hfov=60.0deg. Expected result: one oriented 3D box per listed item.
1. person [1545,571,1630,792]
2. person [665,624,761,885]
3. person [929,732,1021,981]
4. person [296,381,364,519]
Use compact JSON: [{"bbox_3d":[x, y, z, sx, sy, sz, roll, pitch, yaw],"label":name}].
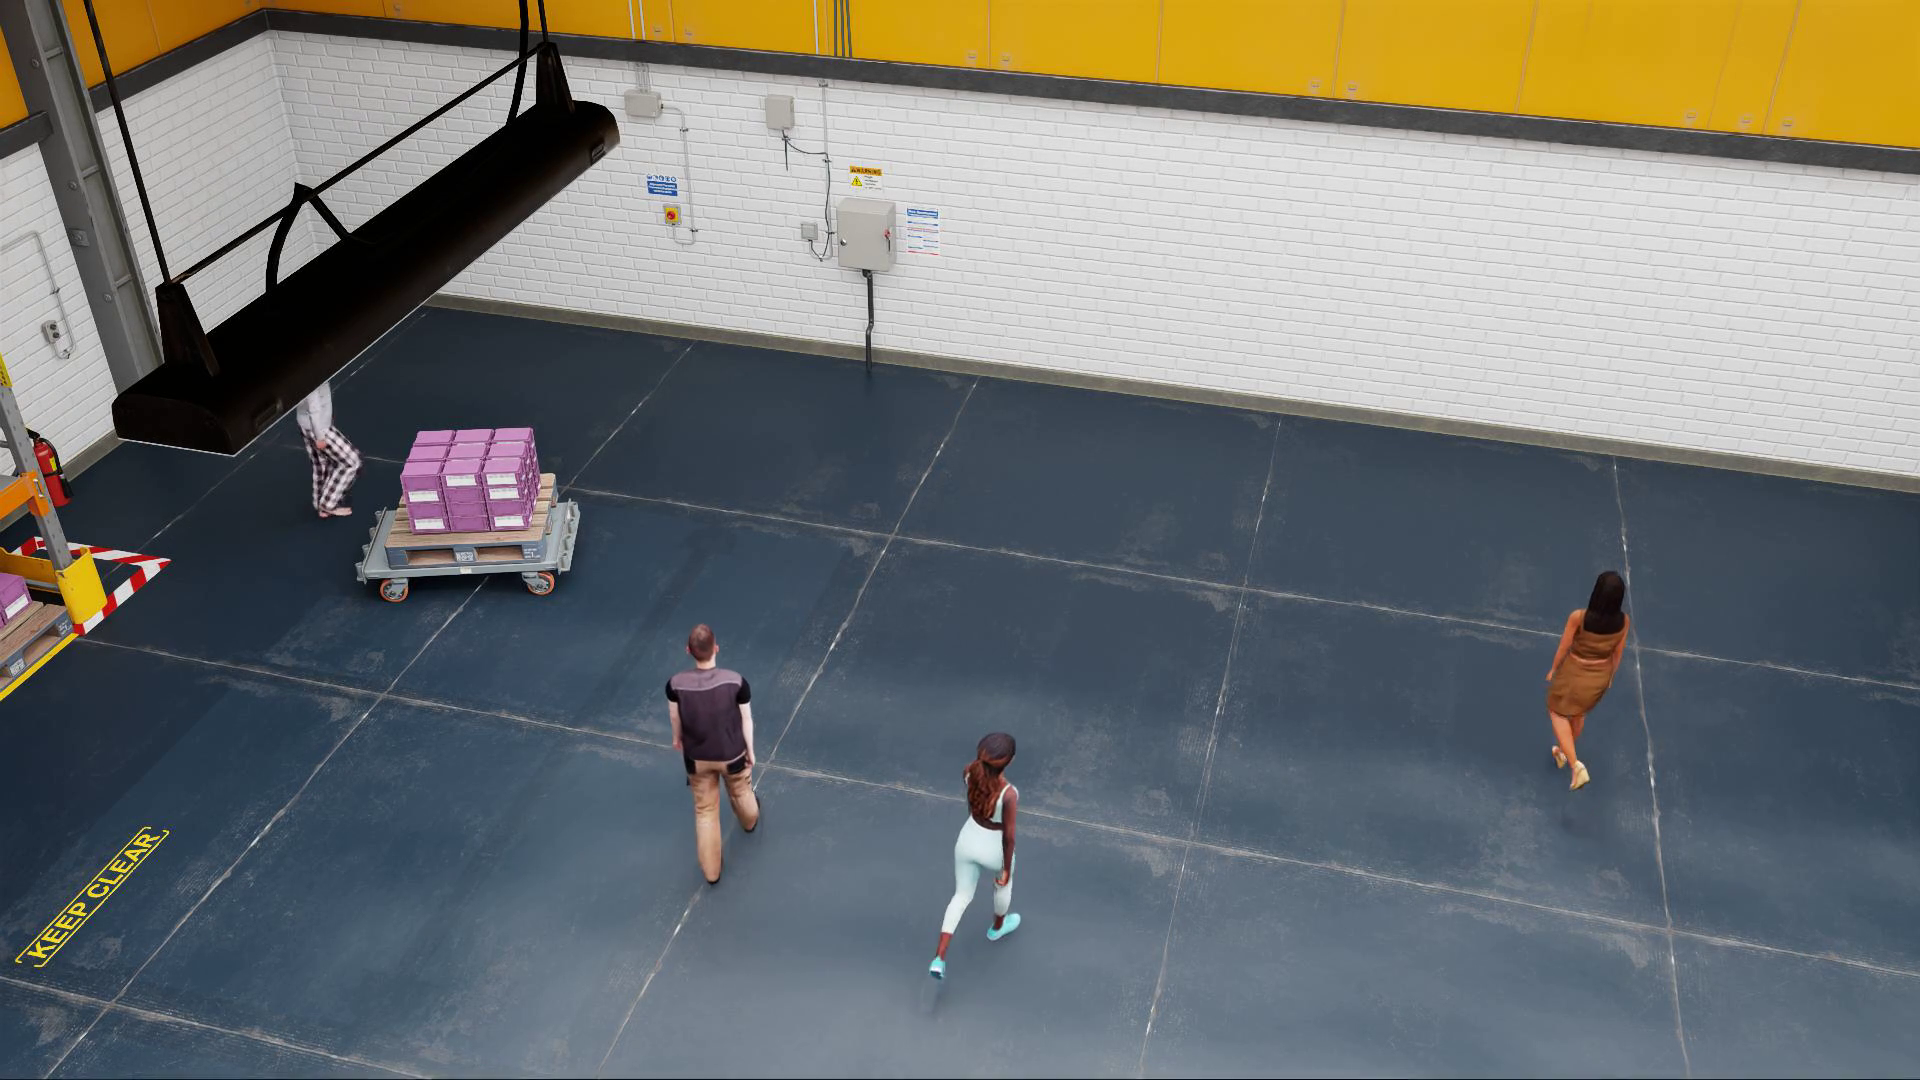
[{"bbox_3d":[4.131,0.965,10.993,0.753,1.672,0.955,-2,34,-3],"label":"person"},{"bbox_3d":[-1.537,1.351,10.286,0.851,1.813,1.098,1,34,1],"label":"person"},{"bbox_3d":[0.094,1.849,9.642,0.829,1.695,1.135,21,39,28],"label":"person"},{"bbox_3d":[-5.387,-0.935,13.709,0.864,1.828,0.810,-22,40,-30],"label":"person"}]
